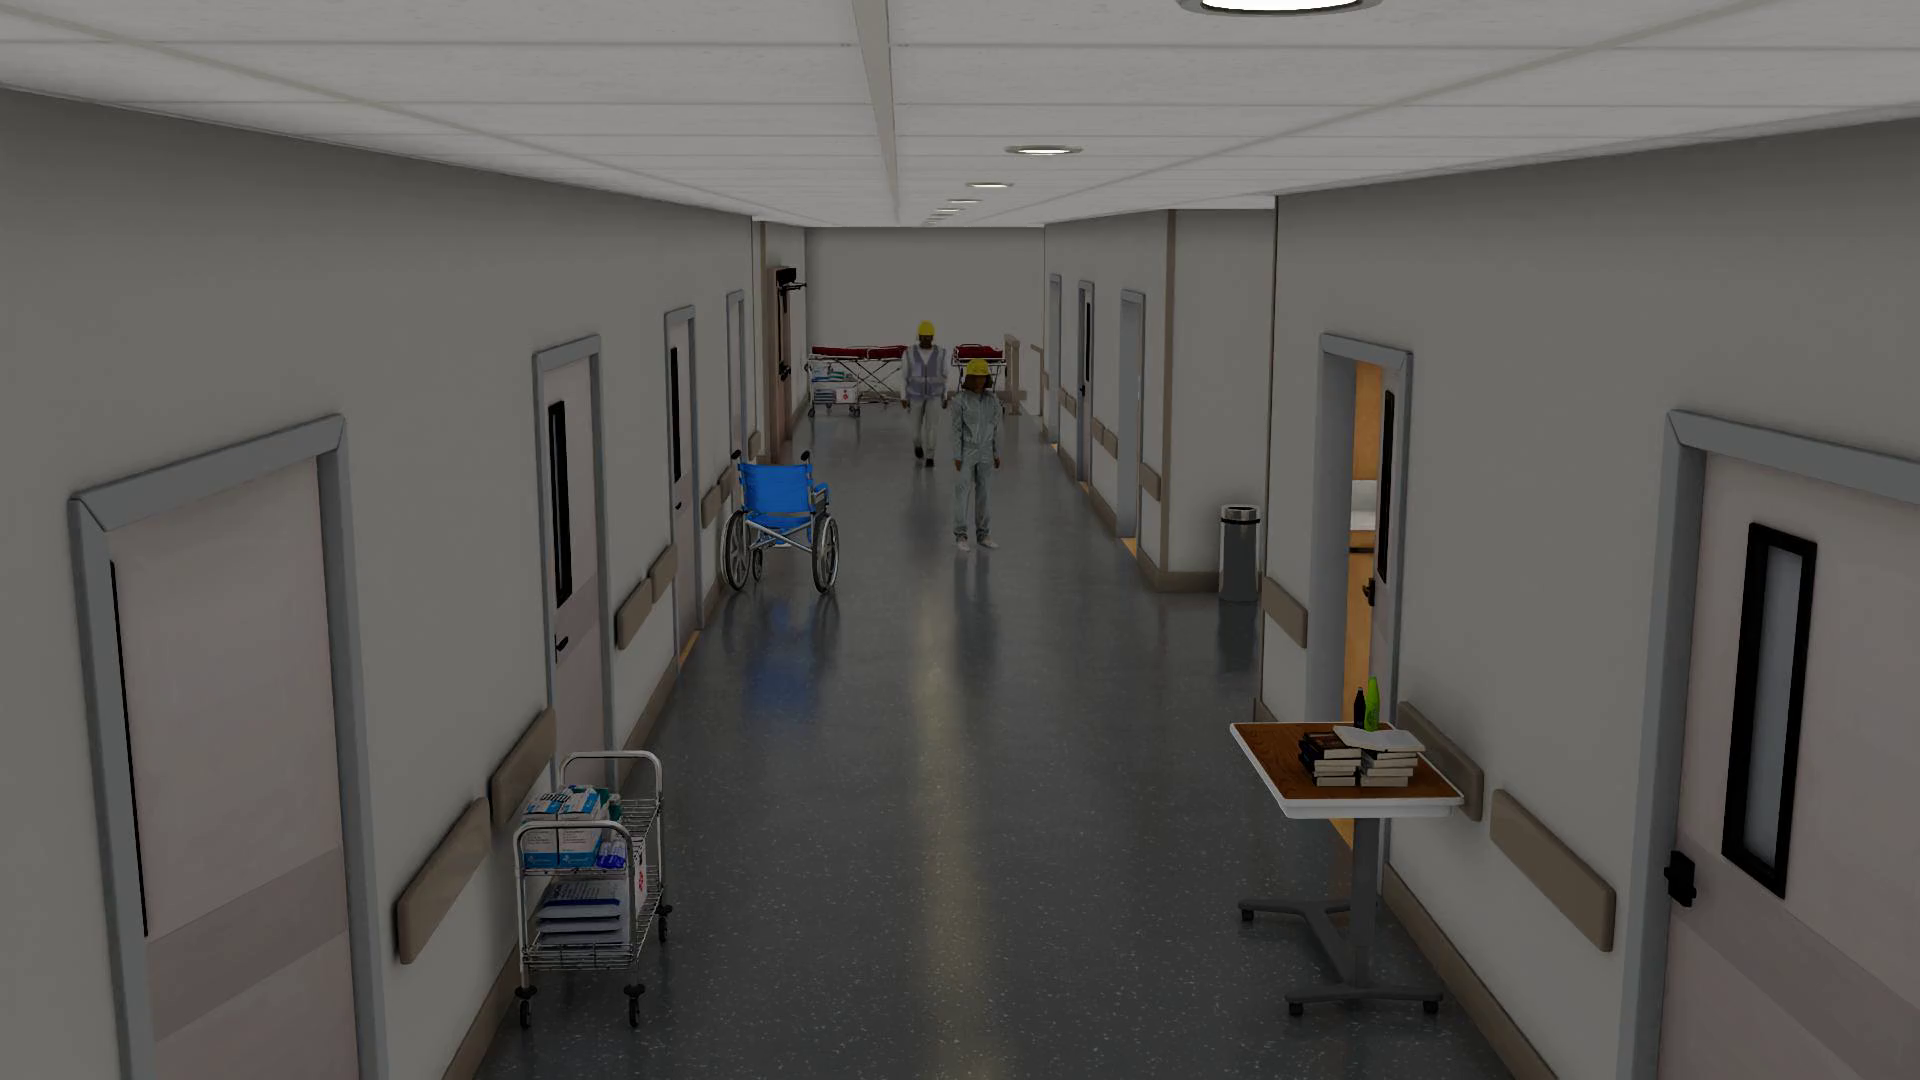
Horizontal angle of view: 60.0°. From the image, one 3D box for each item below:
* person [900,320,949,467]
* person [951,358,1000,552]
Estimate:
[{"bbox_3d":[-0.440,-1.838,20.743,0.604,1.814,0.759,0,10,-2],"label":"person"},{"bbox_3d":[0.154,-0.766,14.958,0.485,1.744,0.295,-6,12,-32],"label":"person"}]
